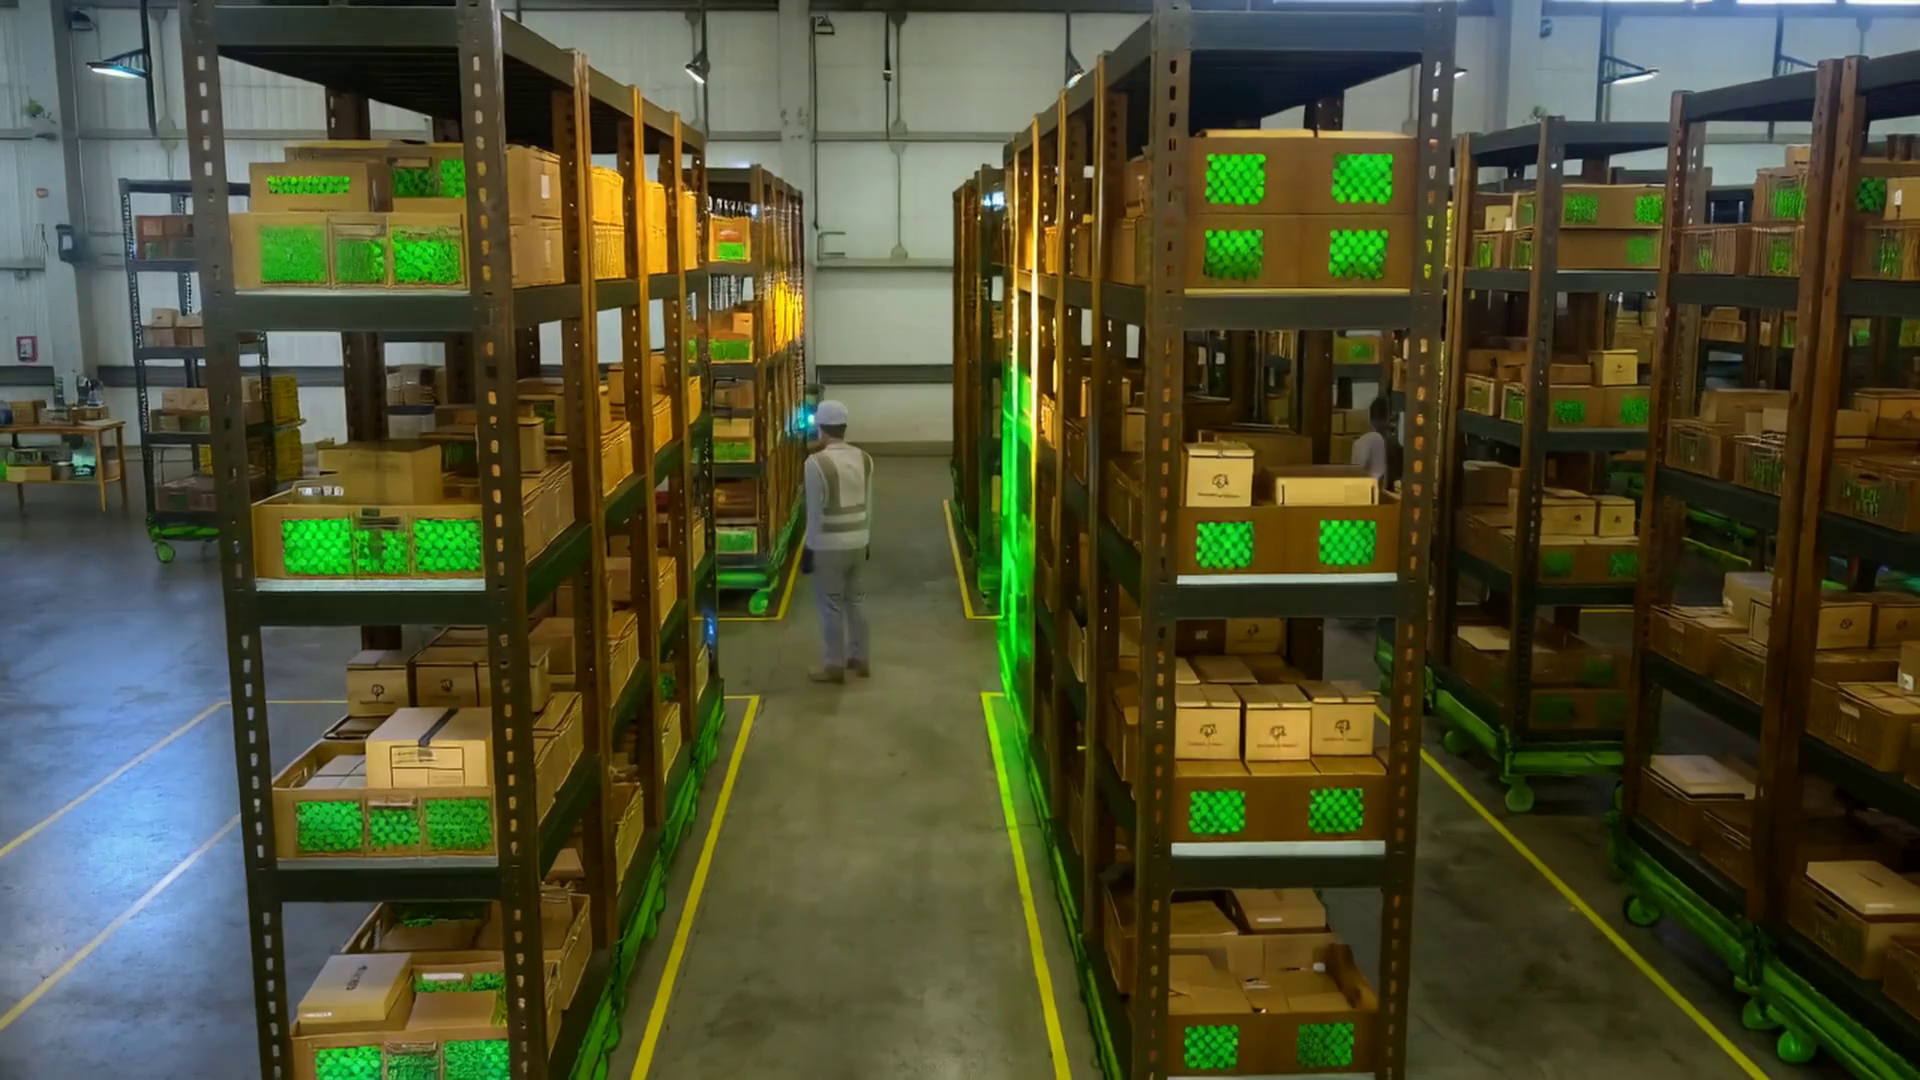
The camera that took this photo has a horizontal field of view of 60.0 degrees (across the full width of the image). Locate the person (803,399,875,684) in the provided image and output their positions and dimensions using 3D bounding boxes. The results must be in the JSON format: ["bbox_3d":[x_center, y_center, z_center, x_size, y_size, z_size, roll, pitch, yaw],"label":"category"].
[{"bbox_3d":[-0.840,0.009,11.396,0.404,1.945,0.615,9,13,40],"label":"person"}]

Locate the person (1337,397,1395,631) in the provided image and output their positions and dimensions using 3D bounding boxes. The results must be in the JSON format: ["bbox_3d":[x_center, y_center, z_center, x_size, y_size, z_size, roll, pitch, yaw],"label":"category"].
[{"bbox_3d":[3.205,-0.191,12.890,0.586,1.827,0.562,1,10,8],"label":"person"}]
